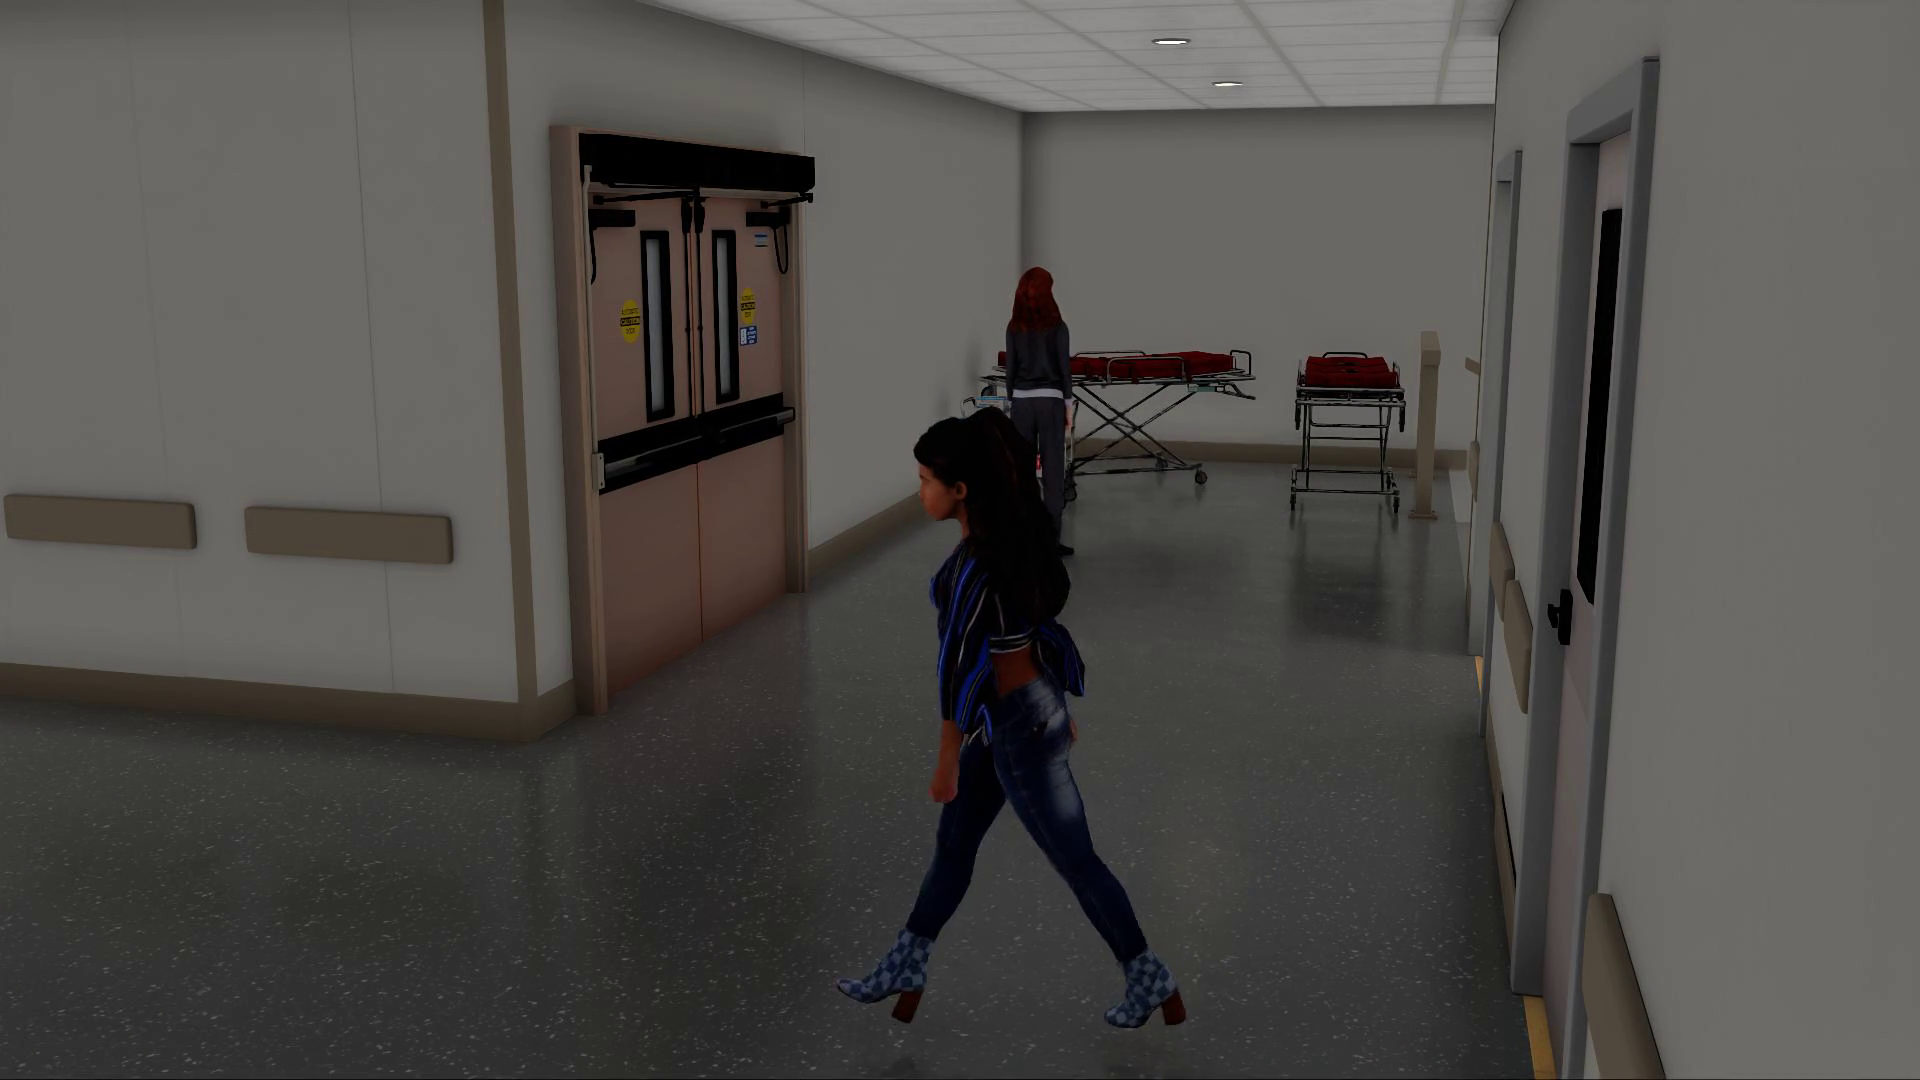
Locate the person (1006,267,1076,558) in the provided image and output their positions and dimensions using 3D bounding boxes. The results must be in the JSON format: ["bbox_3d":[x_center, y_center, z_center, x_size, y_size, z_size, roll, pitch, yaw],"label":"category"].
[{"bbox_3d":[0.479,-0.777,10.190,0.610,1.780,0.560,5,12,25],"label":"person"}]

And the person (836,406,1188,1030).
[{"bbox_3d":[0.221,0.500,4.042,0.750,1.564,1.062,3,11,13],"label":"person"}]
